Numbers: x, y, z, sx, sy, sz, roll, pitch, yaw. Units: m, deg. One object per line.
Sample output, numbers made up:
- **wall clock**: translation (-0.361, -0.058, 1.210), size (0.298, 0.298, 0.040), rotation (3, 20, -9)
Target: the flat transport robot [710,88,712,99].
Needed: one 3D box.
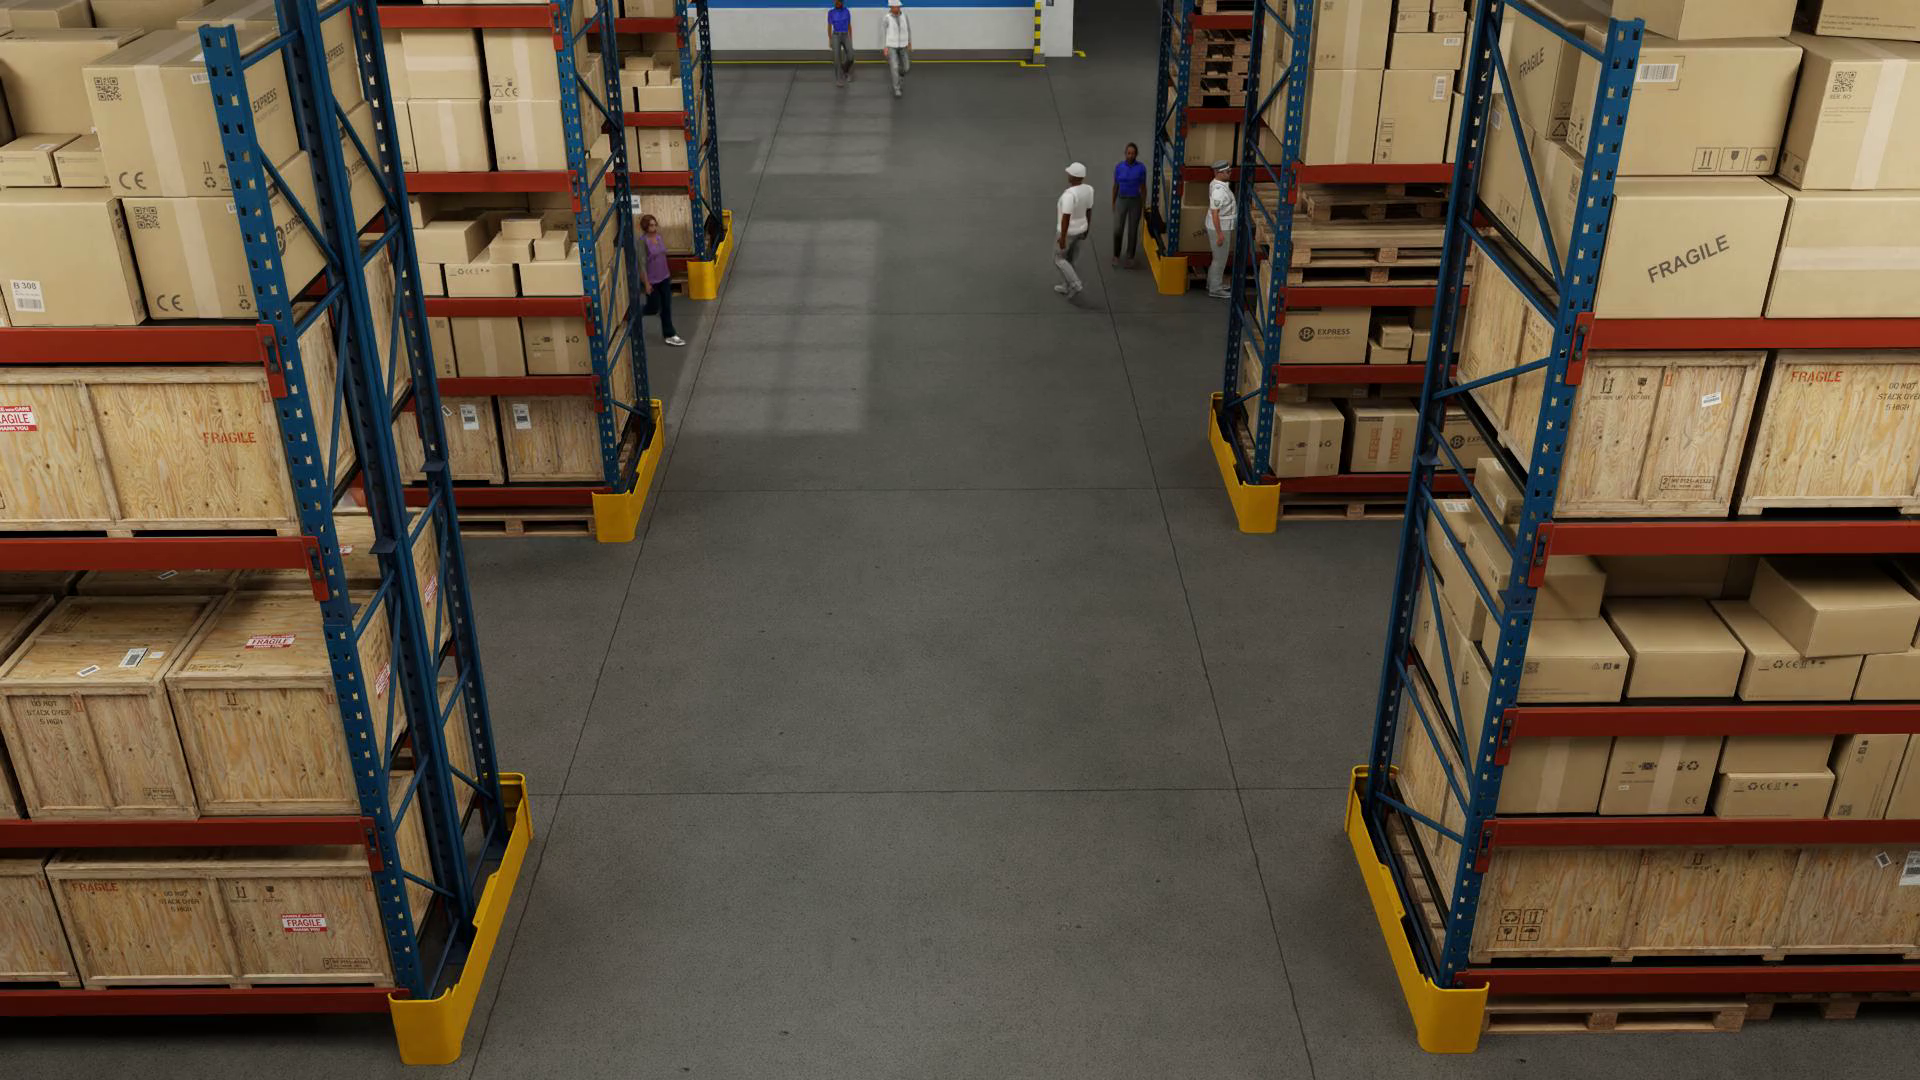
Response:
- **flat transport robot**: translation (-5.177, -8.478, 31.329), size (0.659, 0.263, 1.431), rotation (-13, 31, -23)

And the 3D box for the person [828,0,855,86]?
- **person**: translation (-2.280, -9.552, 31.764), size (0.474, 1.661, 0.442), rotation (-7, 29, -12)

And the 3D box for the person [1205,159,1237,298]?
- **person**: translation (3.363, -4.020, 21.377), size (0.423, 1.770, 0.524), rotation (1, 28, 2)

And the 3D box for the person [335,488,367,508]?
- **person**: translation (-5.236, -0.279, 14.453), size (0.966, 1.745, 0.596), rotation (-14, 31, -24)

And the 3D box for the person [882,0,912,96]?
- **person**: translation (-1.180, -9.244, 31.076), size (0.569, 1.766, 0.644), rotation (-9, 30, -17)

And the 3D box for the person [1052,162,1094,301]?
- **person**: translation (1.429, -3.948, 21.229), size (0.620, 1.769, 0.574), rotation (25, 37, 38)

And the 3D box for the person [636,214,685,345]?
- **person**: translation (-3.681, -3.117, 19.879), size (0.745, 1.584, 0.421), rotation (18, 33, 30)

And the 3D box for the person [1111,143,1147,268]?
- **person**: translation (2.275, -4.481, 22.348), size (0.453, 1.677, 0.396), rotation (1, 28, 3)
